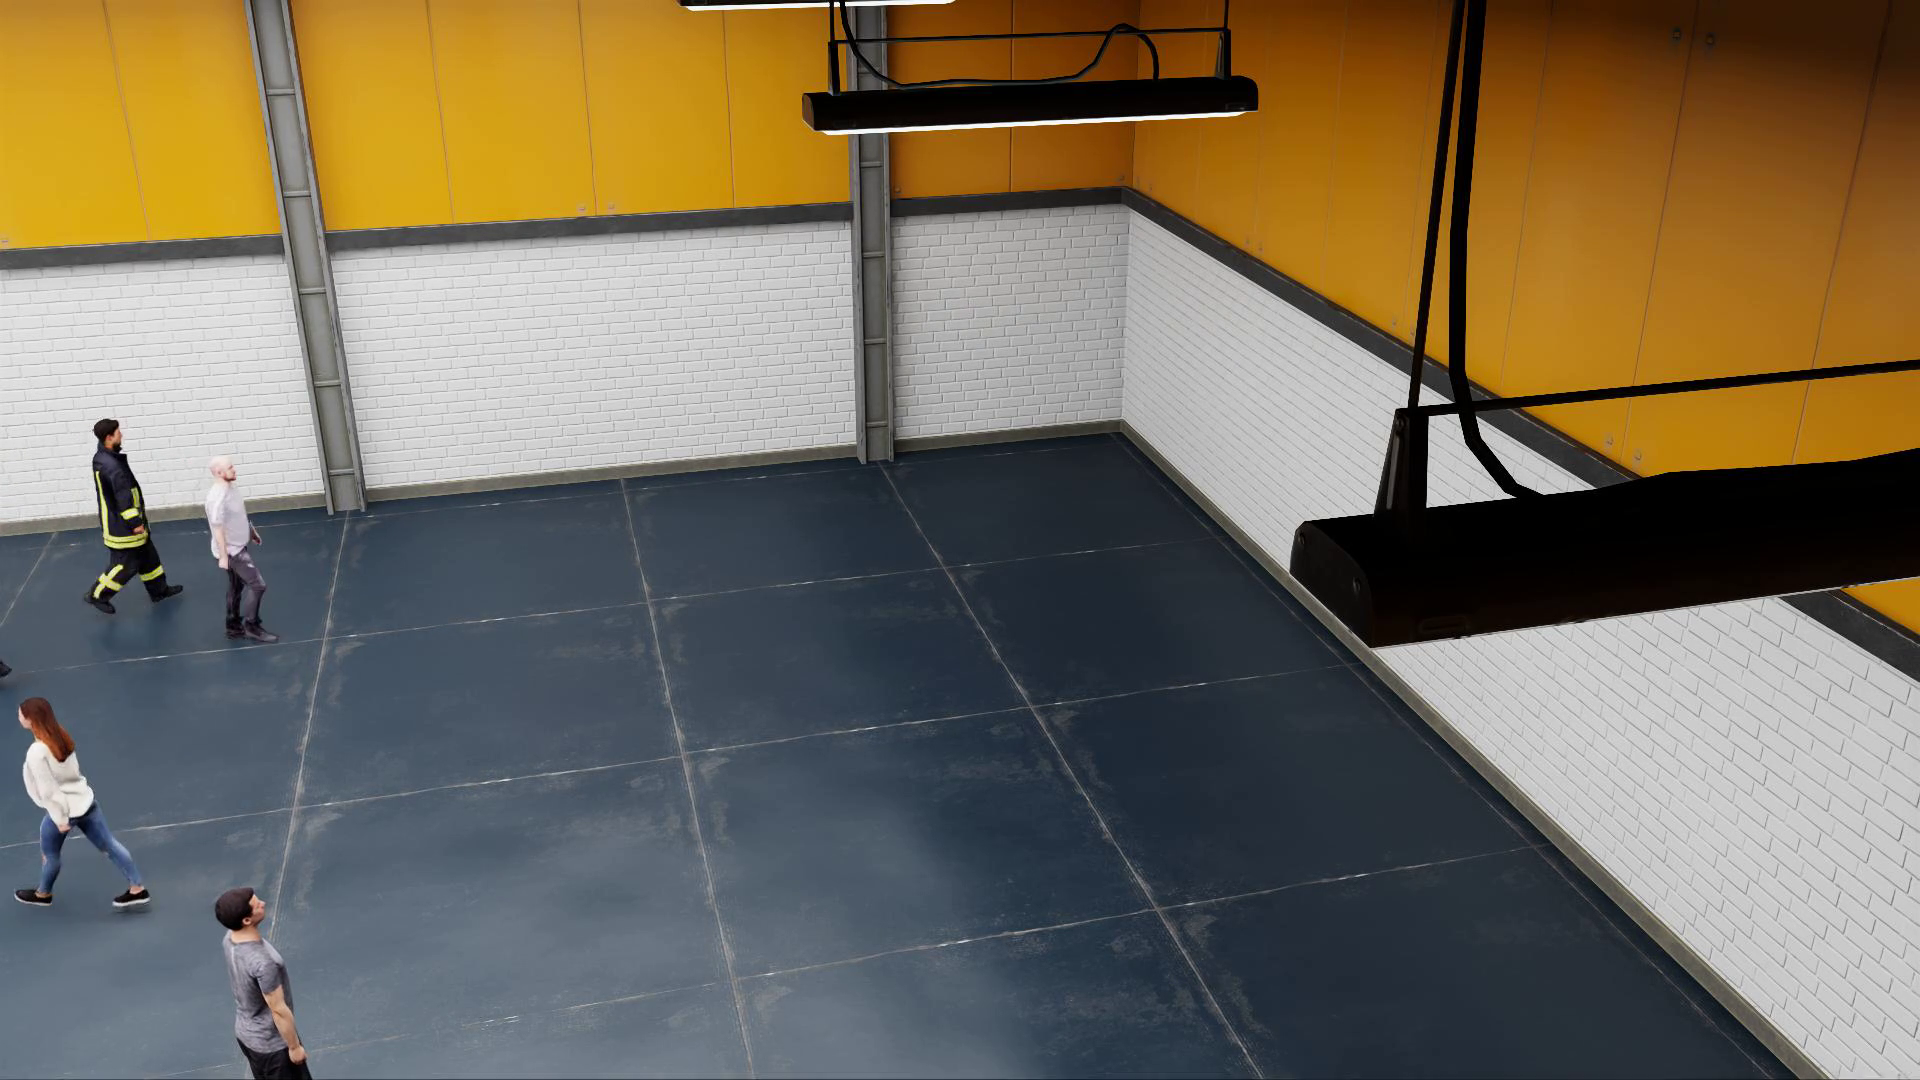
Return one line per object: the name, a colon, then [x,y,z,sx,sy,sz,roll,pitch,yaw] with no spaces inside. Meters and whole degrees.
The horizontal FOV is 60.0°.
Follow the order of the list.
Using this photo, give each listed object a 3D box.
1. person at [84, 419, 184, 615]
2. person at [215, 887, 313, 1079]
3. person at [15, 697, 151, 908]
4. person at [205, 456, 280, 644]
person: [-7.991,-0.195,15.741,1.195,1.903,0.962,-14,27,-29]
person: [-3.820,2.704,9.148,0.742,1.871,0.739,22,32,40]
person: [-6.009,1.855,11.392,1.223,1.629,0.872,1,24,1]
person: [-6.732,0.095,15.188,0.736,1.814,0.680,-5,24,-11]
